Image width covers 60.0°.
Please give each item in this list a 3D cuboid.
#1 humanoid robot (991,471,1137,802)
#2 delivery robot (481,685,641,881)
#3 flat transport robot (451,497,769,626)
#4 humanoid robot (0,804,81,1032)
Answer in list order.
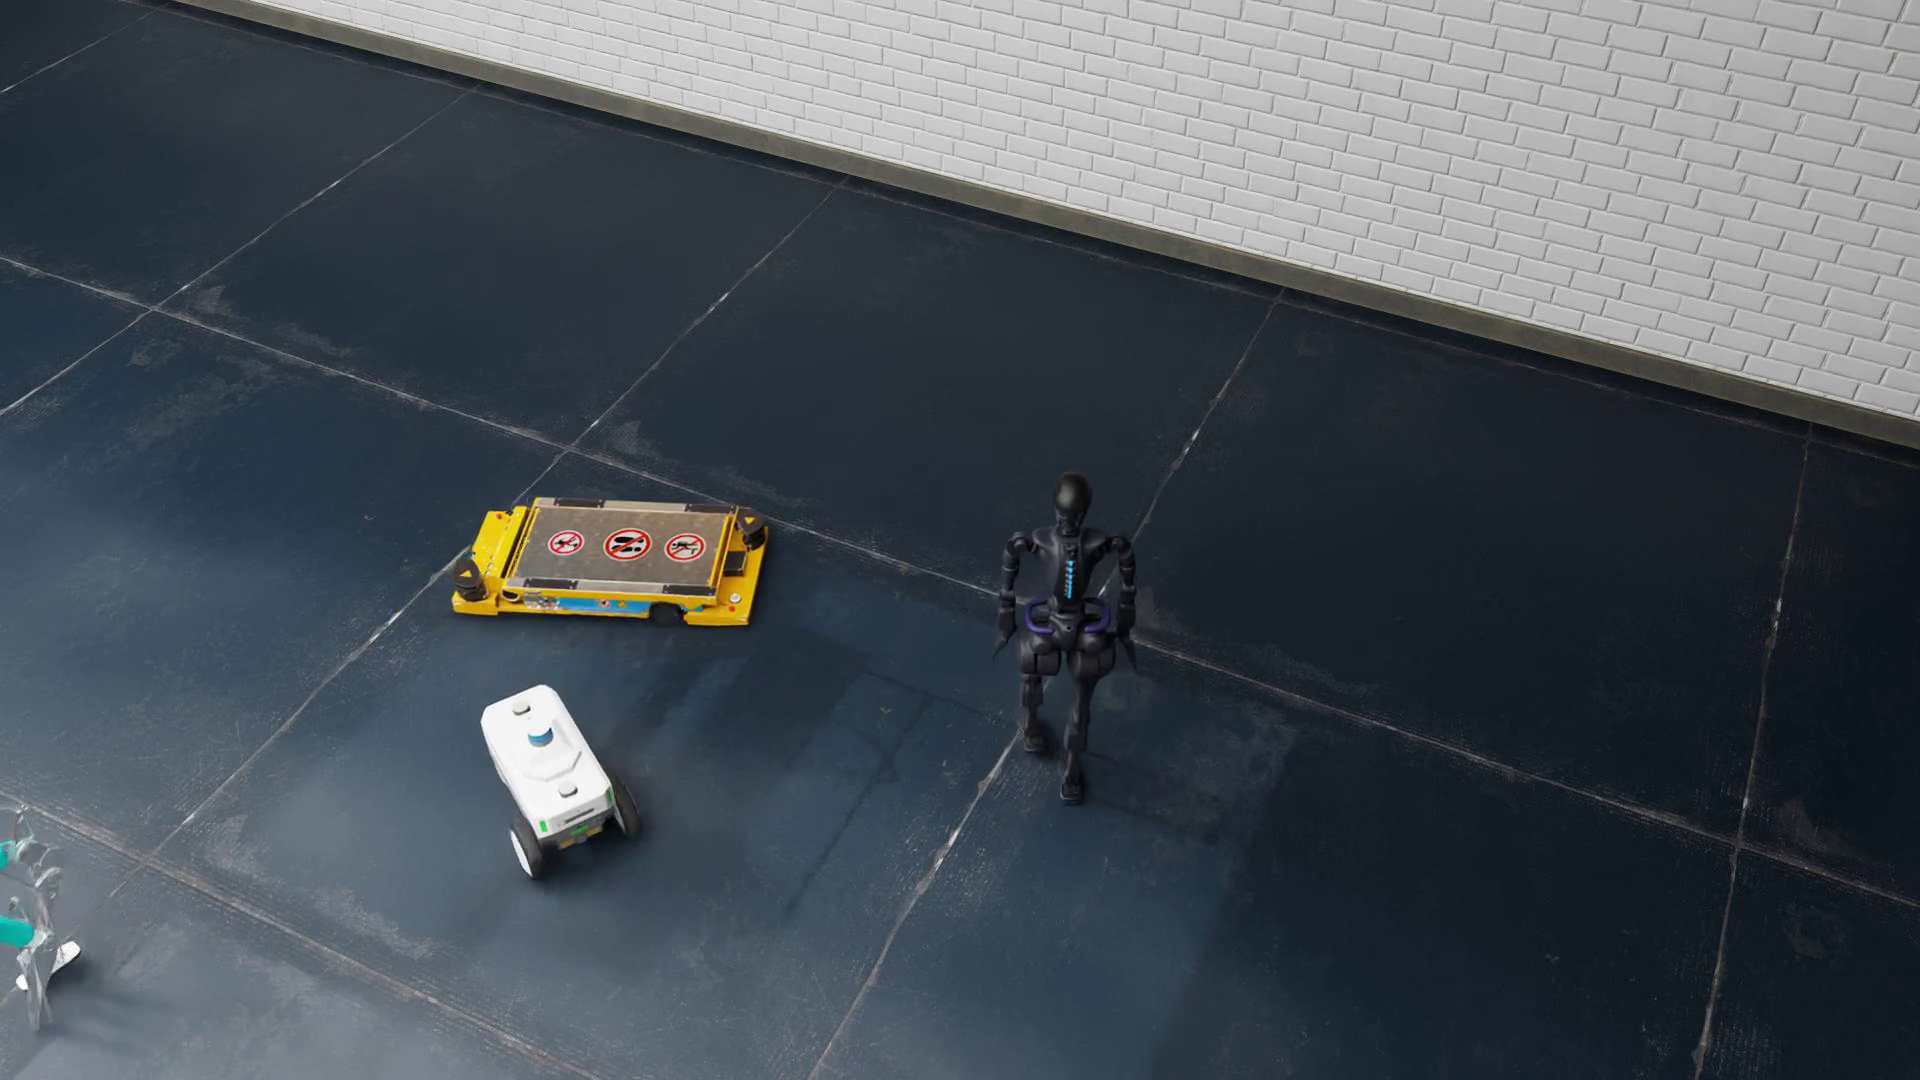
[{"bbox_3d":[0.432,0.363,6.832,0.608,1.639,0.565,-1,43,-1],"label":"humanoid robot"},{"bbox_3d":[-1.720,0.969,6.977,0.499,0.563,0.738,-23,48,-23],"label":"delivery robot"},{"bbox_3d":[-1.696,0.104,8.143,1.431,0.231,0.659,3,43,3],"label":"flat transport robot"},{"bbox_3d":[-3.557,1.156,5.983,0.541,1.842,0.785,31,51,29],"label":"humanoid robot"}]
